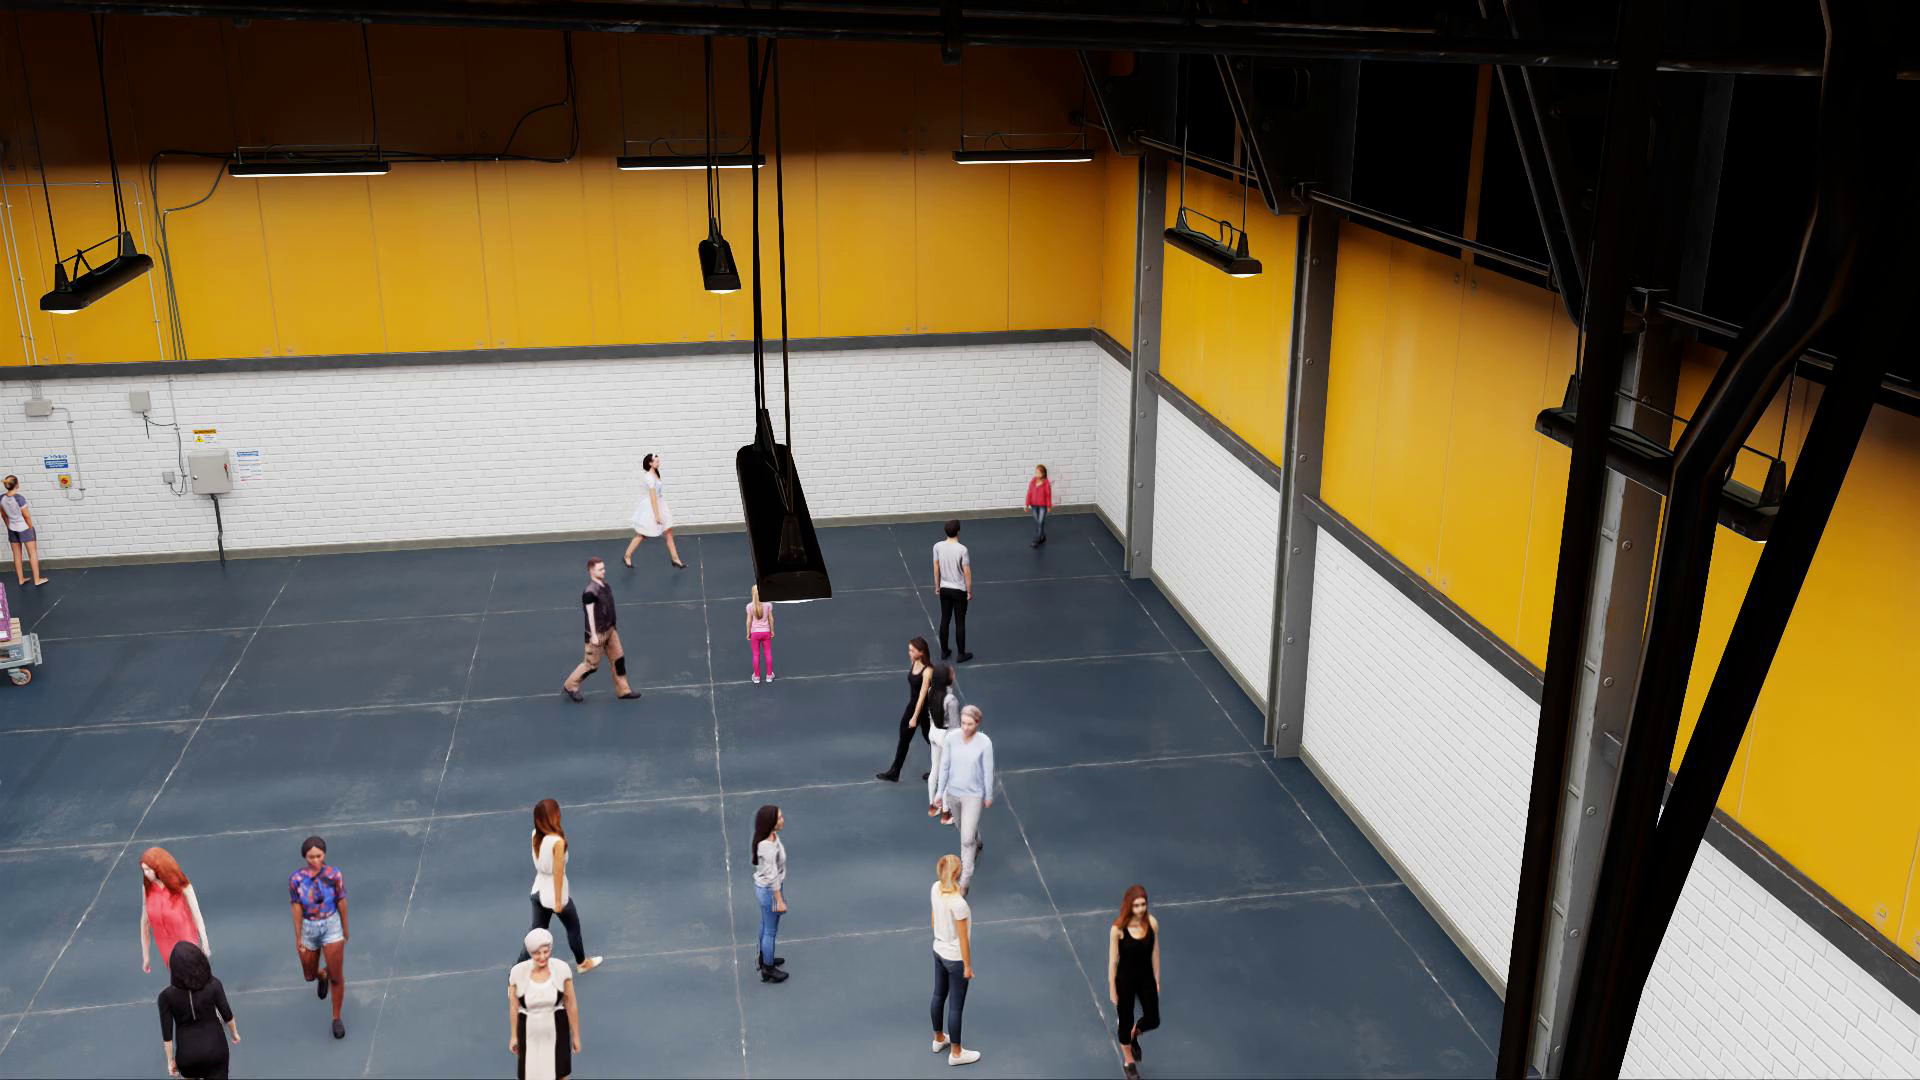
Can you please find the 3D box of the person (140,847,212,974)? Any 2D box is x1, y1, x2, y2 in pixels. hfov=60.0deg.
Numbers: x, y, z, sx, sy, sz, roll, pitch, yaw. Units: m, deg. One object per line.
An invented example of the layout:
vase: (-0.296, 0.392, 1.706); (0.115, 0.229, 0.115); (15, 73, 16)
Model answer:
person: (-6.277, 3.246, 13.461); (0.718, 1.801, 0.785); (3, 19, 8)

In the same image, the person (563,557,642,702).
person: (-4.383, 1.087, 19.864); (1.053, 1.806, 1.185); (5, 19, 15)

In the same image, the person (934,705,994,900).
person: (0.084, 2.407, 15.874); (1.143, 1.850, 1.321); (9, 20, 24)

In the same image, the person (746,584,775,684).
person: (-2.467, 1.139, 20.546); (0.489, 1.271, 0.489); (-4, 19, -11)

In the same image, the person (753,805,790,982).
person: (-1.663, 3.031, 14.363); (0.677, 1.632, 0.458); (-5, 19, -14)

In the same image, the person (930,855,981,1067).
person: (-0.081, 3.318, 13.234); (0.730, 1.808, 0.583); (-12, 22, -31)

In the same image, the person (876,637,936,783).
person: (-0.325, 1.840, 17.862); (0.885, 1.657, 1.019); (-11, 21, -29)

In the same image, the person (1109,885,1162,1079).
person: (1.337, 3.427, 13.054); (0.618, 1.717, 0.701); (-5, 19, -15)

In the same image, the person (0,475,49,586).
person: (-13.444, -0.142, 23.796); (0.650, 1.625, 0.637); (3, 19, 8)

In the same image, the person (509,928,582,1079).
person: (-3.084, 3.646, 12.358); (0.676, 1.746, 0.572); (-4, 19, -11)

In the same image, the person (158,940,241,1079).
person: (-5.433, 3.781, 11.935); (0.750, 1.760, 1.144); (-7, 20, -19)

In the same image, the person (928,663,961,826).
person: (-0.167, 2.069, 17.077); (0.726, 1.723, 0.579); (-12, 22, -32)

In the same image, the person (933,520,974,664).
person: (-0.090, 0.636, 21.111); (0.741, 1.863, 0.765); (9, 21, 26)

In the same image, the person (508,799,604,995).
person: (-3.549, 3.069, 14.079); (1.119, 1.742, 1.127); (14, 23, 37)

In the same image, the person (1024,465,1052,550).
person: (1.245, -0.536, 25.493); (0.821, 1.289, 0.904); (11, 22, 30)

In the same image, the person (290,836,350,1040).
person: (-5.257, 3.210, 13.678); (0.674, 1.730, 0.948); (-6, 20, -18)

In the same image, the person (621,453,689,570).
person: (-4.565, -0.359, 24.214); (0.793, 1.770, 1.163); (-1, 19, -2)
